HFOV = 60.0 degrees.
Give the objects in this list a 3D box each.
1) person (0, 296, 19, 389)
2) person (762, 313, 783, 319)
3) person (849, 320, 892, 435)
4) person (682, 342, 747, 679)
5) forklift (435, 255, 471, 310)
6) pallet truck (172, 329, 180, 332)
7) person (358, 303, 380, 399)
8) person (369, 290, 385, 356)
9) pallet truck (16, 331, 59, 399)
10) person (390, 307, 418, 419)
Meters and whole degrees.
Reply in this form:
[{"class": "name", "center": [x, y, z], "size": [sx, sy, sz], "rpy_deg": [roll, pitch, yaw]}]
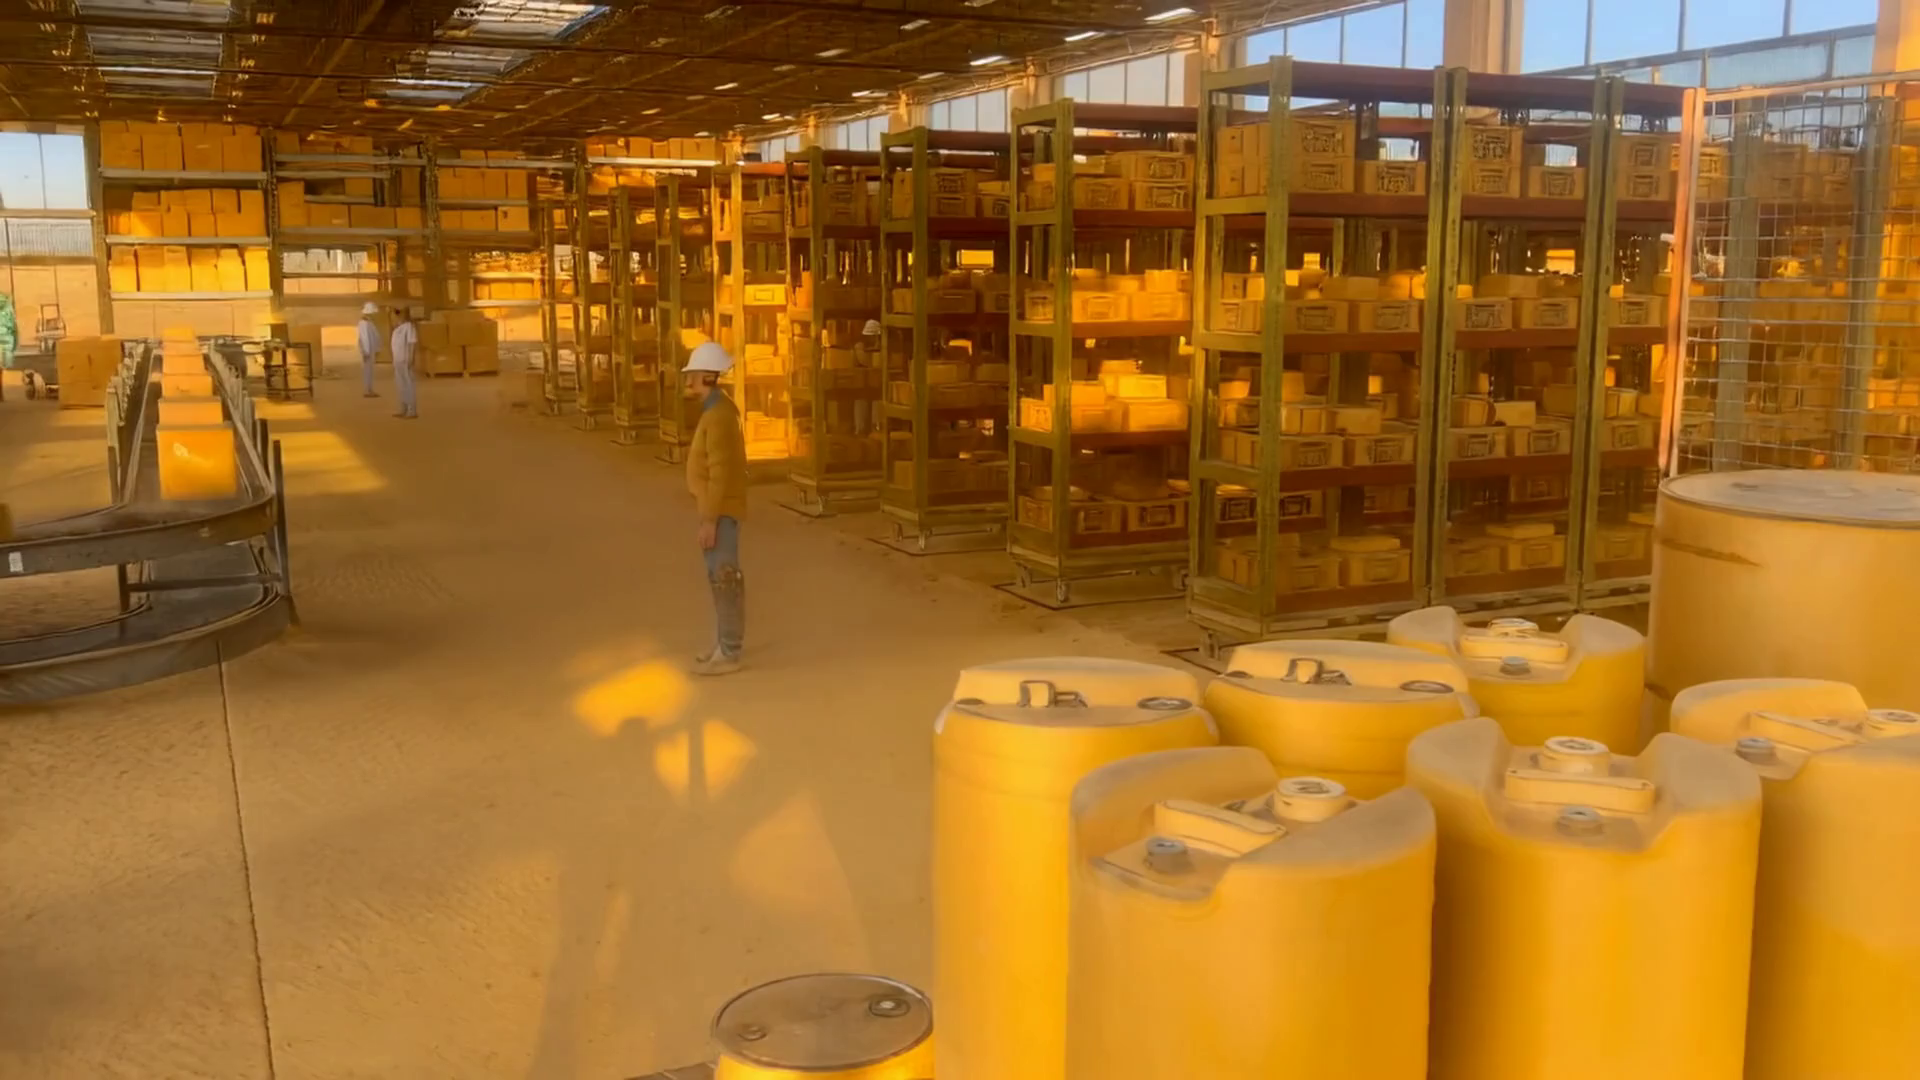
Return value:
[{"class": "person", "center": [-19.713, -4.048, 34.170], "size": [0.663, 1.921, 0.610], "rpy_deg": [1, 9, 7]}, {"class": "person", "center": [-4.060, -4.221, 35.451], "size": [0.639, 1.860, 0.999], "rpy_deg": [3, 10, 20]}, {"class": "person", "center": [-1.094, -1.780, 20.403], "size": [0.588, 1.823, 0.403], "rpy_deg": [1, 9, 3]}, {"class": "person", "center": [-1.451, -0.177, 9.923], "size": [0.376, 1.995, 0.612], "rpy_deg": [0, 9, -1]}, {"class": "forklift", "center": [-12.968, -5.906, 42.727], "size": [1.129, 2.768, 1.873], "rpy_deg": [5, 10, 27]}, {"class": "pallet truck", "center": [-17.275, -3.851, 35.096], "size": [1.601, 1.201, 0.680], "rpy_deg": [0, 9, 1]}, {"class": "person", "center": [-11.266, -3.605, 31.732], "size": [0.404, 1.818, 0.601], "rpy_deg": [-3, 10, -16]}, {"class": "person", "center": [-16.772, -6.221, 47.702], "size": [0.403, 1.904, 0.651], "rpy_deg": [4, 10, 22]}, {"class": "pallet truck", "center": [-17.082, -3.353, 31.781], "size": [1.630, 1.274, 0.653], "rpy_deg": [-4, 10, -25]}, {"class": "person", "center": [-9.147, -2.914, 27.391], "size": [0.563, 1.837, 0.389], "rpy_deg": [9, 13, 43]}]
